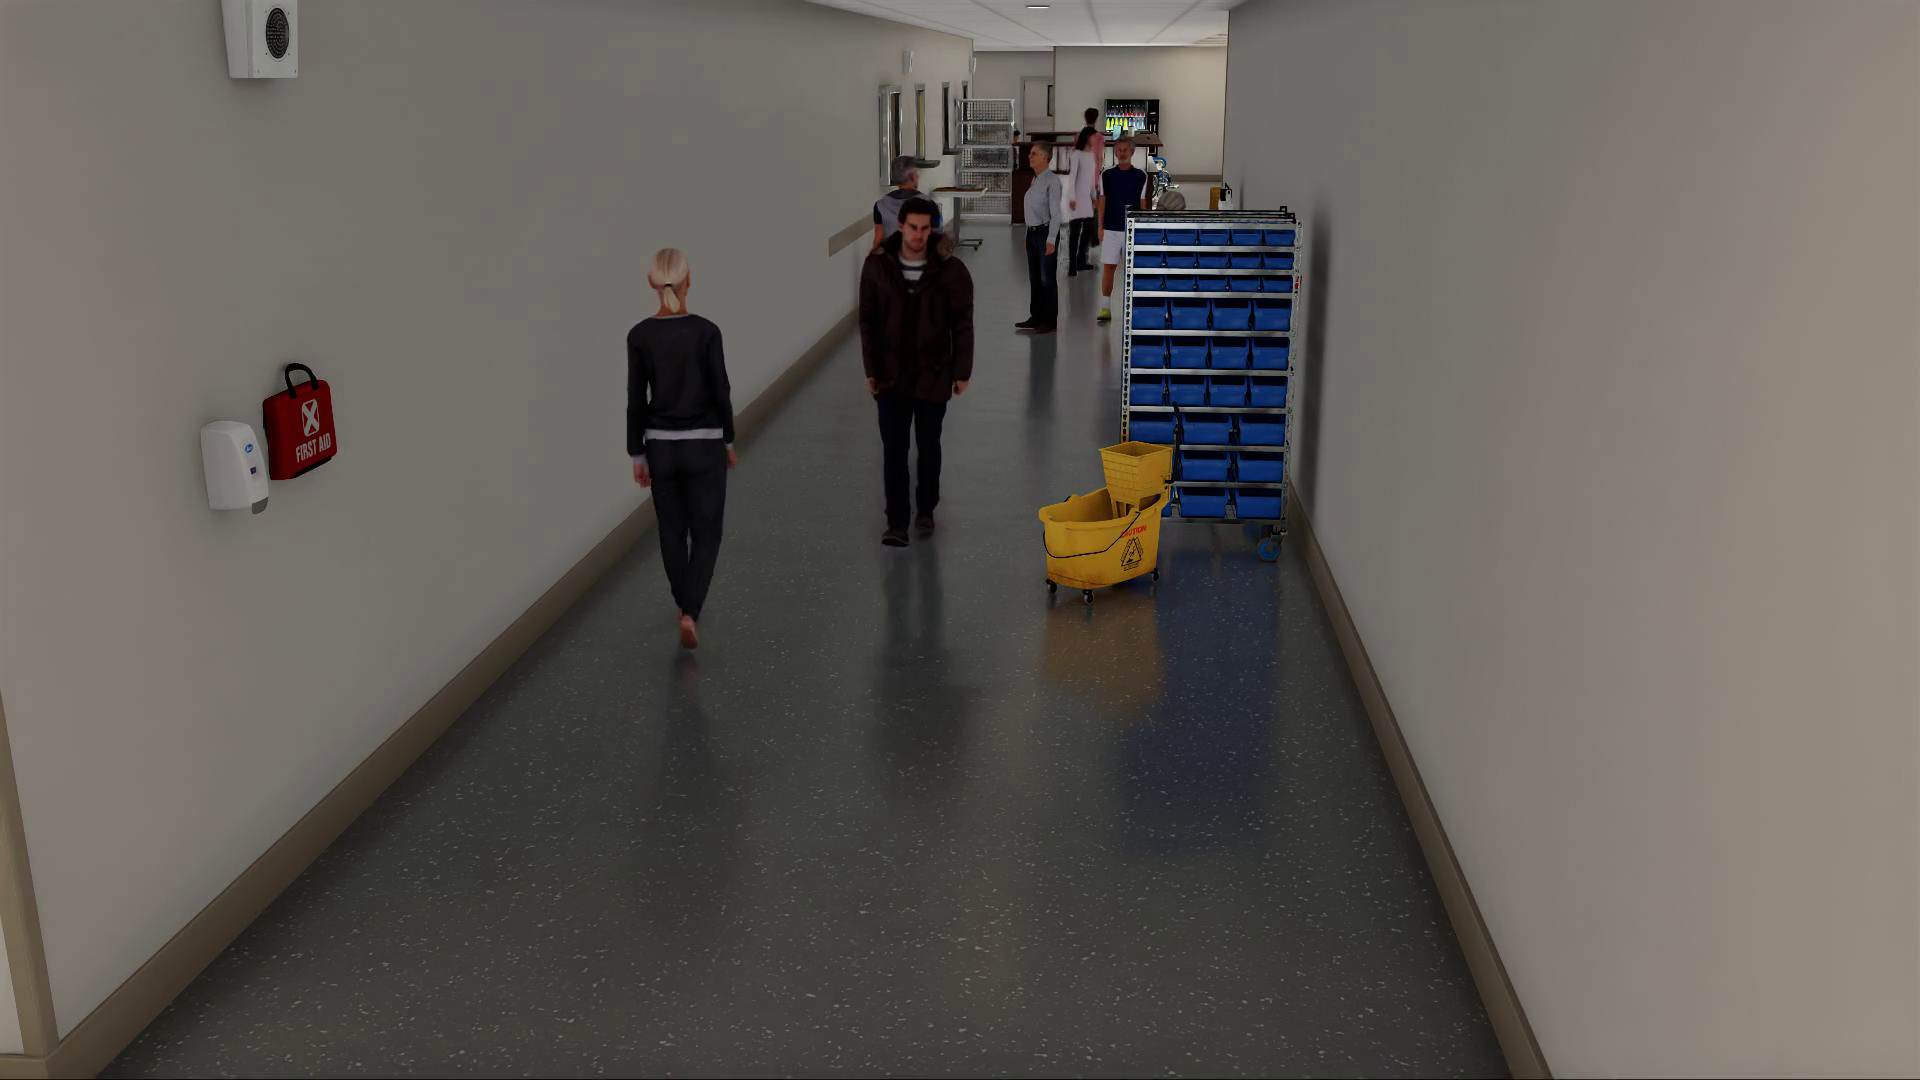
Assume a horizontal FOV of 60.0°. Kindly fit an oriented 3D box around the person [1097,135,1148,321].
[{"bbox_3d":[1.623,-3.127,16.687,0.480,1.839,0.683,2,16,5],"label":"person"}]

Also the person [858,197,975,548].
[{"bbox_3d":[-0.240,-0.886,8.814,0.989,1.797,0.828,2,16,6],"label":"person"}]

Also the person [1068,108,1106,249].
[{"bbox_3d":[1.741,-4.978,23.094,1.226,1.924,0.985,7,17,24],"label":"person"}]

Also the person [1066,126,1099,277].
[{"bbox_3d":[1.436,-4.153,20.411,0.937,1.792,0.863,-13,20,-39],"label":"person"}]

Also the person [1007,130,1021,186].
[{"bbox_3d":[1.107,-8.029,35.148,0.608,1.217,0.583,9,18,28],"label":"person"}]

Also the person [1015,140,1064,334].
[{"bbox_3d":[0.793,-2.926,16.009,0.759,1.820,0.739,-9,18,-28],"label":"person"}]

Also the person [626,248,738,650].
[{"bbox_3d":[-1.202,-0.378,7.194,0.953,1.698,0.645,1,16,5],"label":"person"}]

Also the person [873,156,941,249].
[{"bbox_3d":[-0.408,-2.021,12.787,0.556,1.826,0.785,4,16,14],"label":"person"}]
